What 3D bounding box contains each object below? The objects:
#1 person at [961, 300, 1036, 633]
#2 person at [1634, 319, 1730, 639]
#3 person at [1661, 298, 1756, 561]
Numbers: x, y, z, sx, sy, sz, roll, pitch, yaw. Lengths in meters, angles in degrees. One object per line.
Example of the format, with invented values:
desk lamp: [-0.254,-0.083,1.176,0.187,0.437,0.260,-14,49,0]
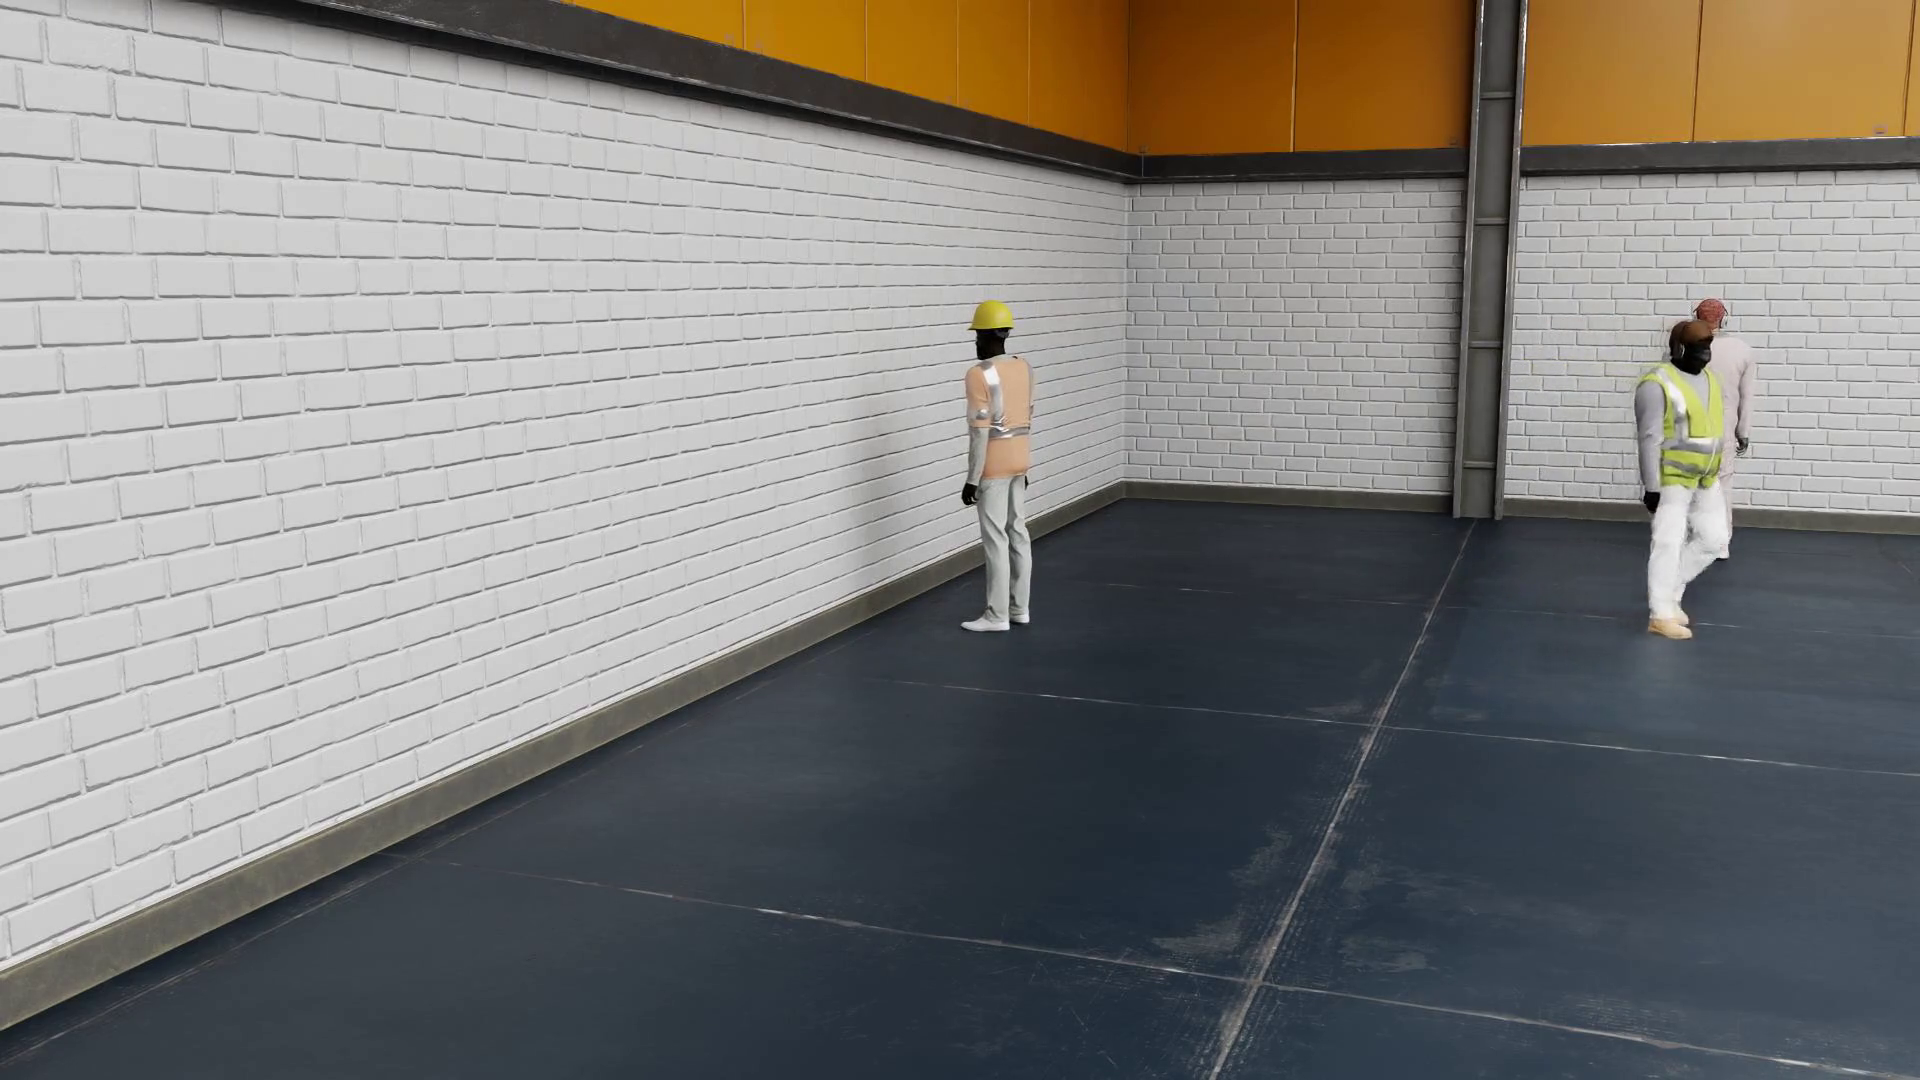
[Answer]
person: [0.205,-0.421,9.656,0.388,1.927,0.589,7,11,36]
person: [4.114,-0.343,9.482,0.648,1.823,0.453,-4,10,-25]
person: [5.397,-0.798,12.091,0.652,1.906,0.403,2,9,15]
